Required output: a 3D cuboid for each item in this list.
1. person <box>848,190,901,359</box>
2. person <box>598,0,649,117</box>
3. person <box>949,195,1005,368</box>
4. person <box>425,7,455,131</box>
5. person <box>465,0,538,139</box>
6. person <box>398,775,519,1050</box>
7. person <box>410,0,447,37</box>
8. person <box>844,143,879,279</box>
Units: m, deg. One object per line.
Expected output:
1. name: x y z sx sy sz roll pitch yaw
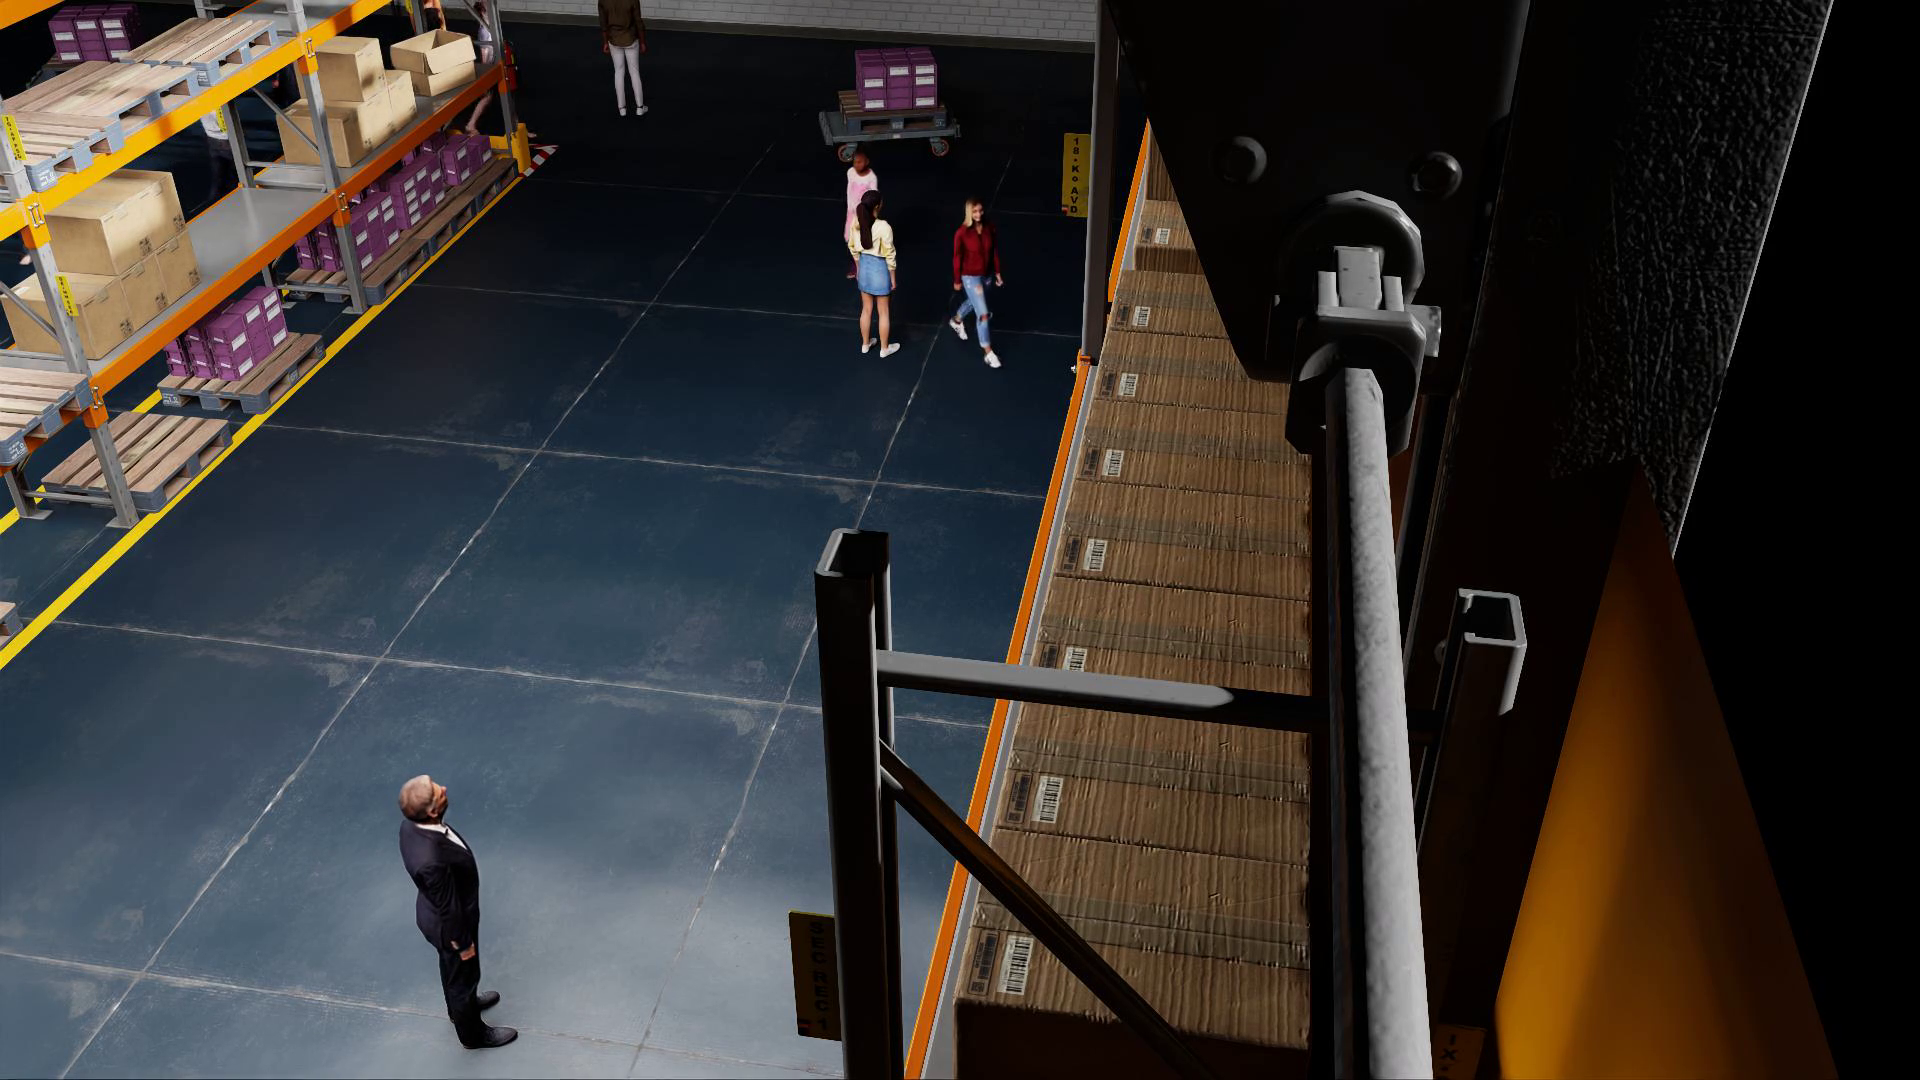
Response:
1. person: -0.805 -2.502 15.597 0.707 1.632 0.677 17 37 24
2. person: -4.285 -6.334 21.187 0.767 1.825 0.631 0 34 0
3. person: 0.110 -2.481 15.605 1.117 1.588 1.128 -25 41 -32
4. person: -6.517 -5.743 20.509 0.841 1.592 0.774 -18 38 -25
5. person: -5.792 -5.715 20.348 0.821 1.723 1.092 -3 34 -4
6. person: -2.693 1.942 8.747 0.837 1.814 0.745 -16 37 -23
7. person: -6.807 -6.451 21.358 0.598 1.831 0.530 3 34 4
8. person: -0.965 -3.404 17.128 0.659 1.440 0.660 19 38 26
